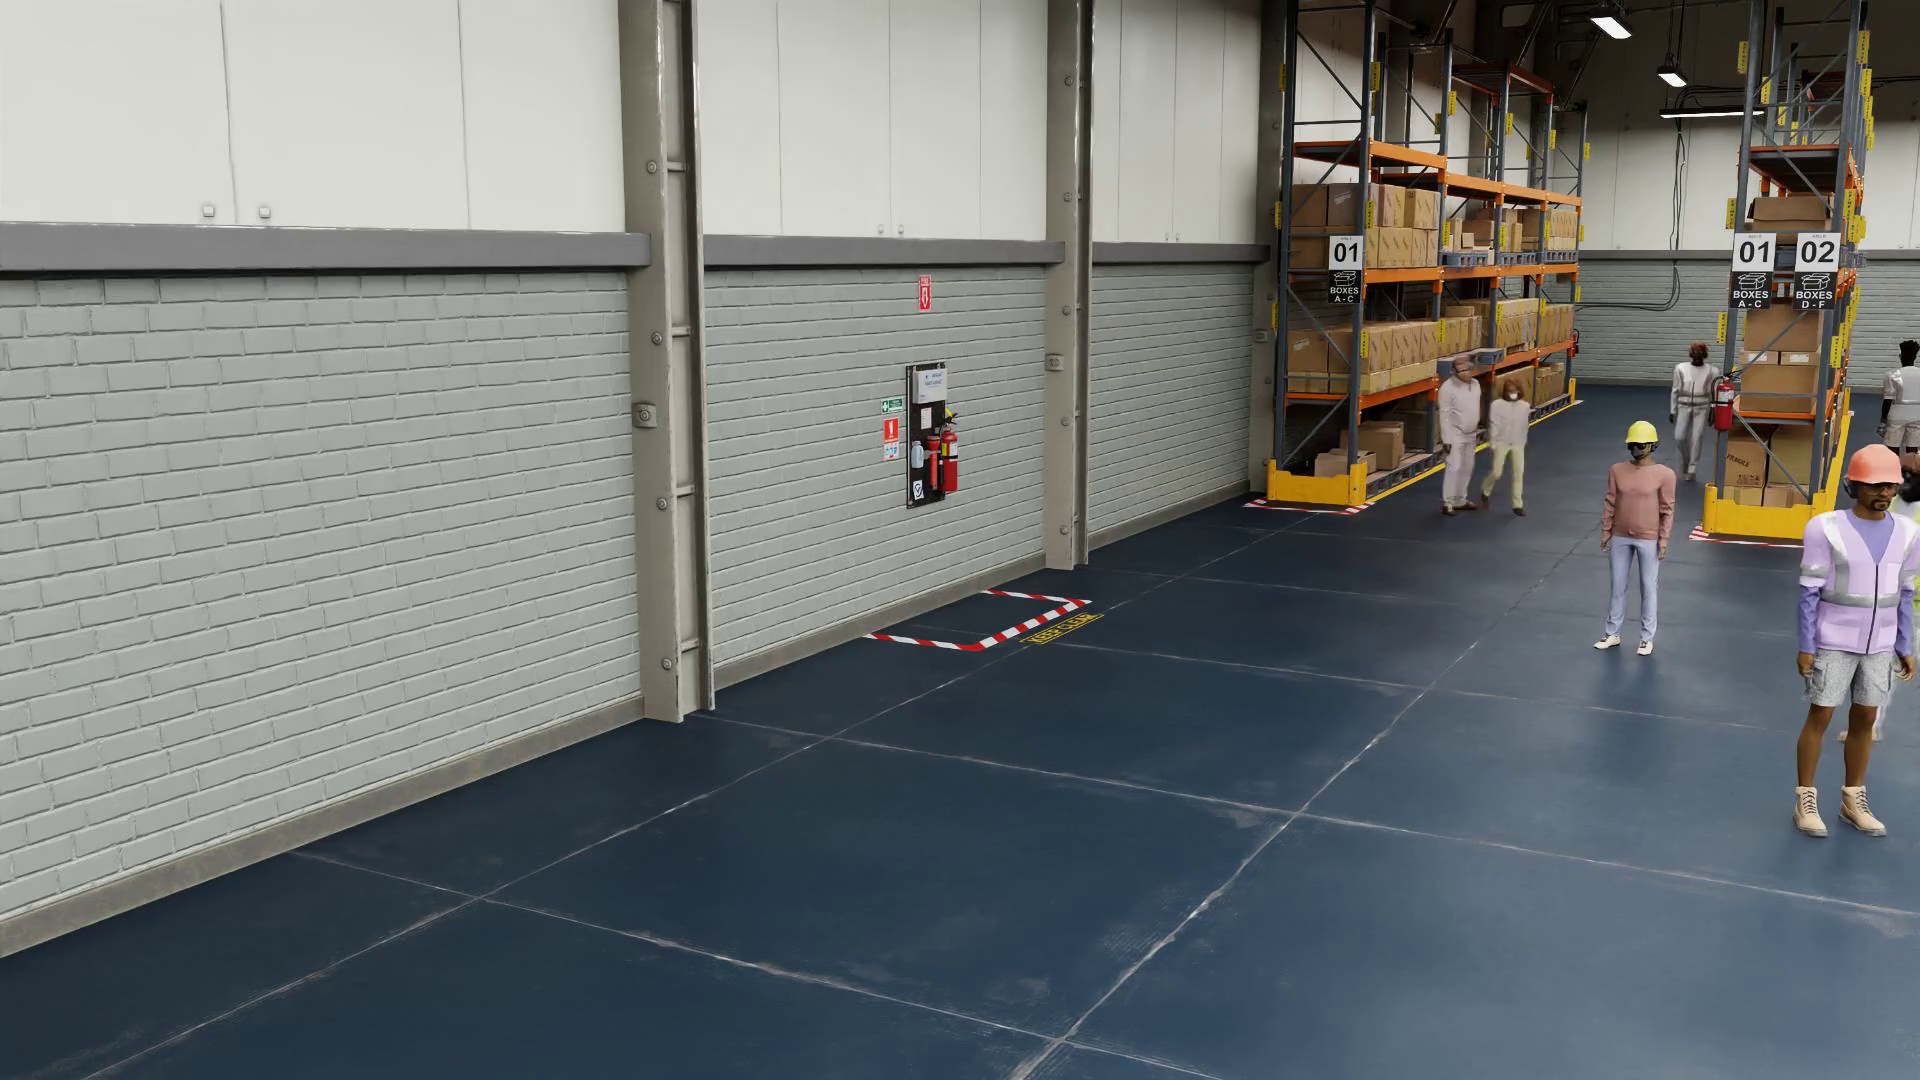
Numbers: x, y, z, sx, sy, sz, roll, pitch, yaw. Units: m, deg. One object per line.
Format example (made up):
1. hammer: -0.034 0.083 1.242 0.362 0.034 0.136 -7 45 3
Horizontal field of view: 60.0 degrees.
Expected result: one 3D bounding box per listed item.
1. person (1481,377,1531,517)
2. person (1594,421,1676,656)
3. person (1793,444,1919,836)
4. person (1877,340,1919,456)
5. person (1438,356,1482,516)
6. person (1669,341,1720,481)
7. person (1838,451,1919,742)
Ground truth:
1. person: 6.349 -1.105 19.361 0.513 1.605 0.644 -1 10 -4
2. person: 5.095 -0.017 12.546 0.525 1.769 0.310 9 13 42
3. person: 4.625 0.523 8.569 0.605 2.045 0.381 0 10 0
4. person: 11.672 -1.489 20.576 0.606 1.966 0.367 0 10 -1
5. person: 5.787 -1.205 19.225 0.752 1.865 0.475 -7 12 -35
6. person: 9.771 -1.714 22.159 0.607 1.871 0.413 6 11 31
7. person: 5.866 0.355 10.217 0.841 1.820 0.621 -5 11 -25
